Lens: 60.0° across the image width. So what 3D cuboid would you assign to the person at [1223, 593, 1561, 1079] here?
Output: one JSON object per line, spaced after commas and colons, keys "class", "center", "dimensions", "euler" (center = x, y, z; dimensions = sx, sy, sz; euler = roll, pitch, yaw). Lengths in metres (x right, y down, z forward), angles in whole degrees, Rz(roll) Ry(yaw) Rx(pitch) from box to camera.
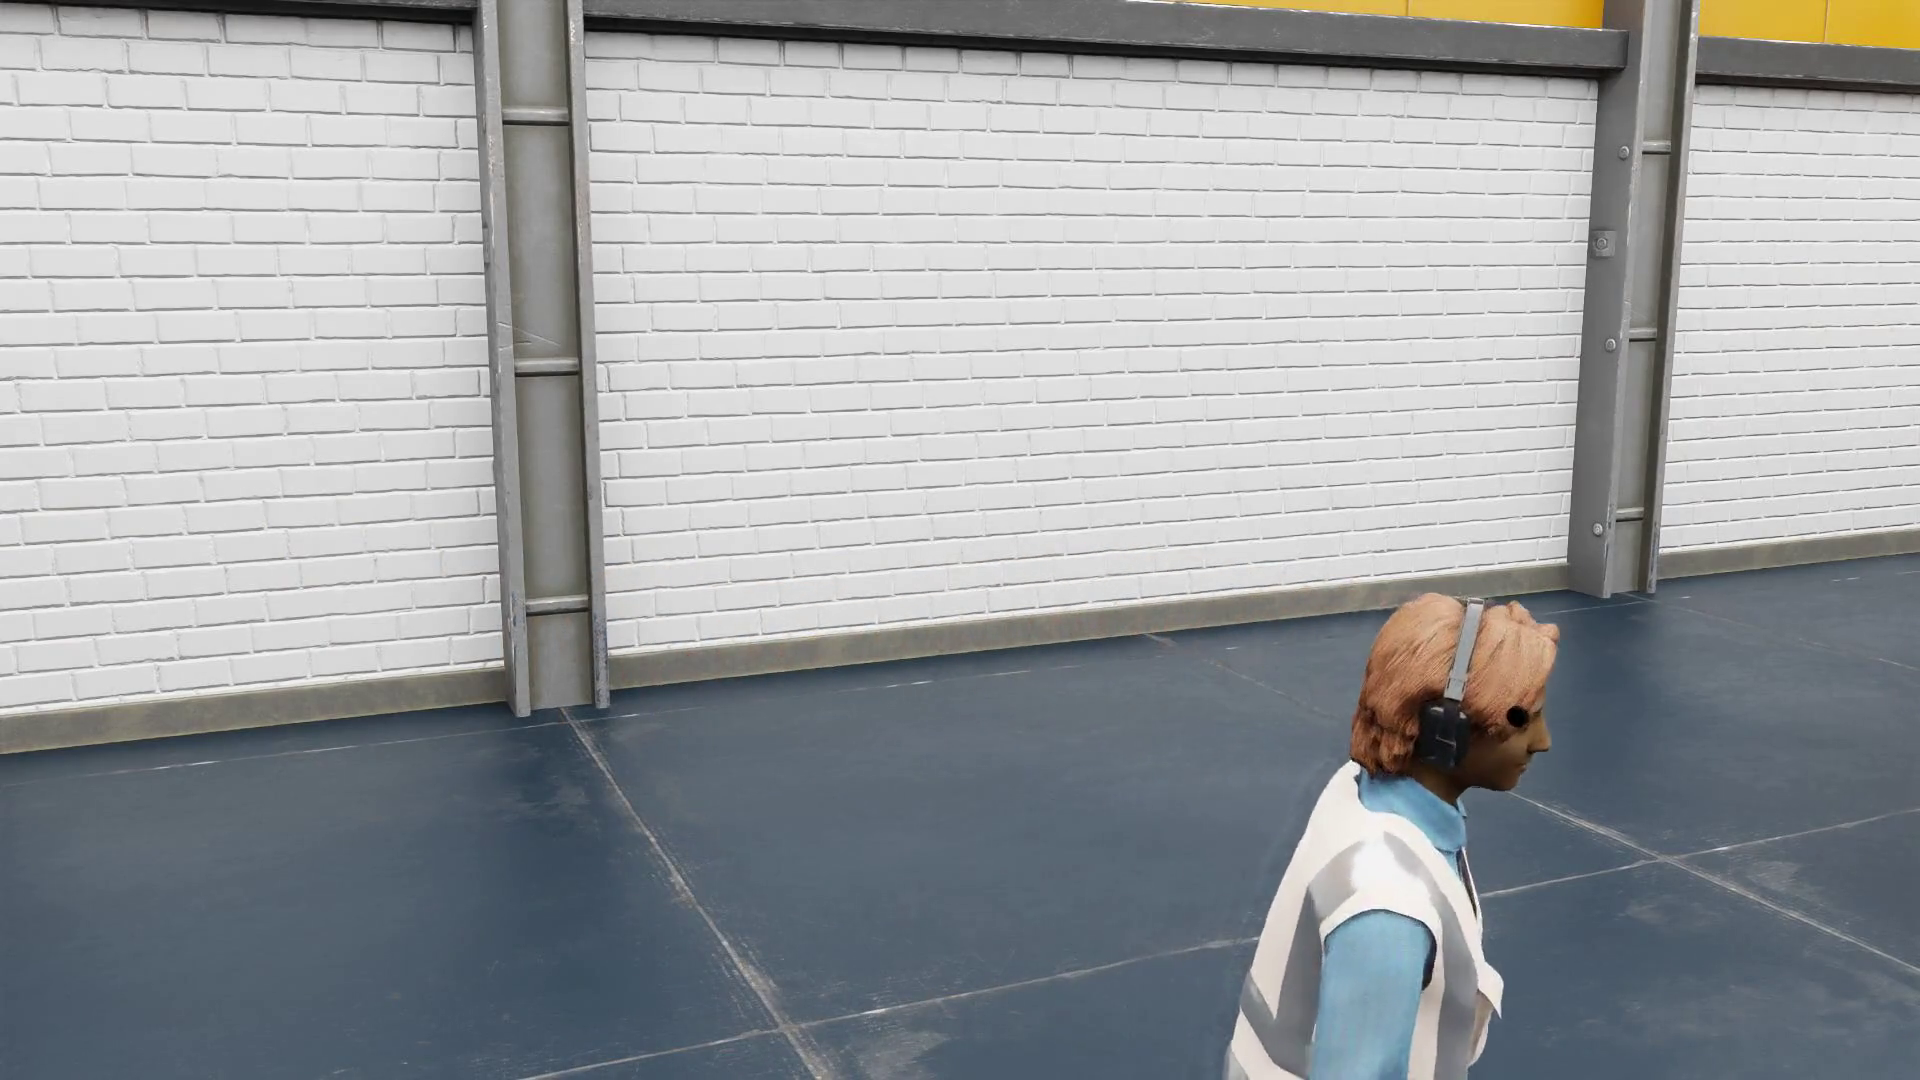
{"class": "person", "center": [0.426, 0.837, 2.178], "dimensions": [0.589, 1.608, 0.536], "euler": [3, 11, 14]}
